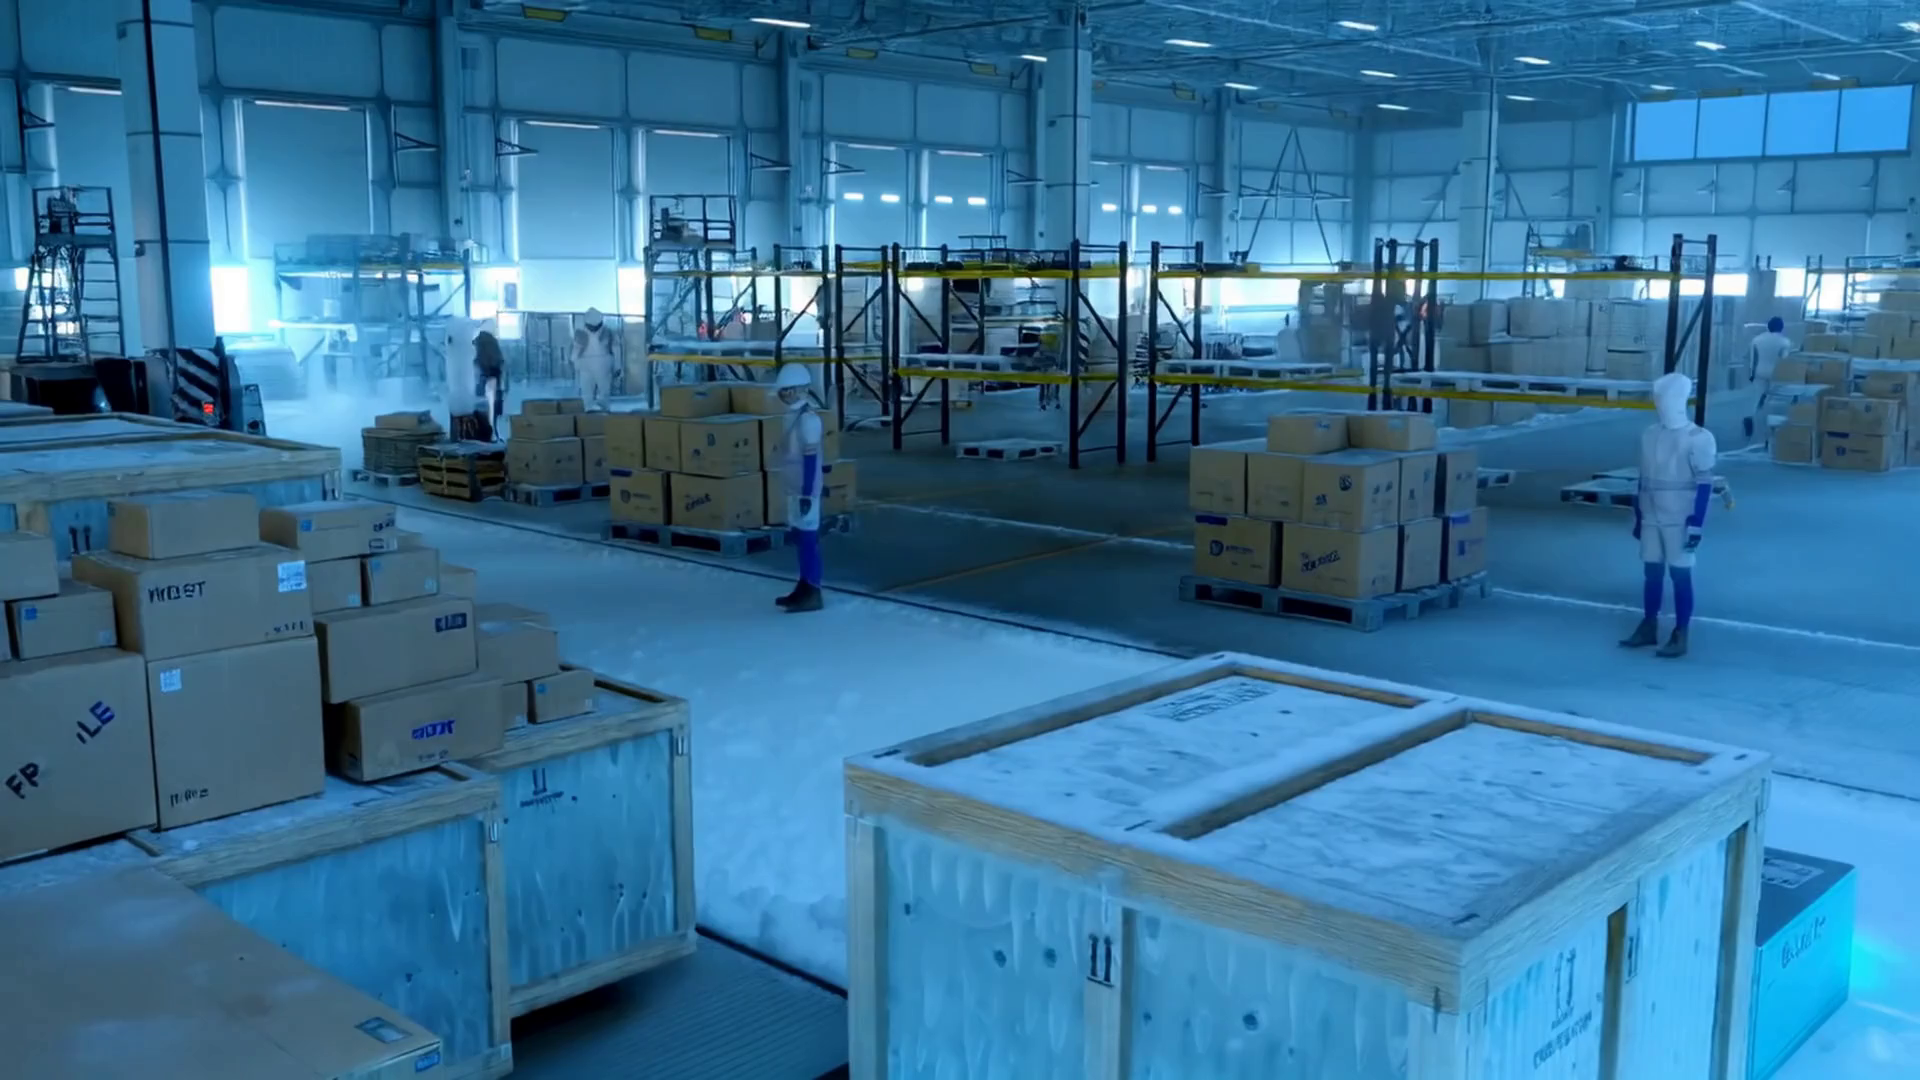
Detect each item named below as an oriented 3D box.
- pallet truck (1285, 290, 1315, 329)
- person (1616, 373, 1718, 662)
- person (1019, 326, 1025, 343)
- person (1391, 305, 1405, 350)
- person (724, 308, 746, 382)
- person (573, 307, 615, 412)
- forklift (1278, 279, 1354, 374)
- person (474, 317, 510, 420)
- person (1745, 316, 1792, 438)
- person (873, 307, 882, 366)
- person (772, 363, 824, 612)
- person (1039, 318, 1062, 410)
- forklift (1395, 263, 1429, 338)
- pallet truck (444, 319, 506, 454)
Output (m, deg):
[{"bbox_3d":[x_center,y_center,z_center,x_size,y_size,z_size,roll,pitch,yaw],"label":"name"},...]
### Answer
[{"bbox_3d":[11.297,-6.951,52.861,1.885,1.965,0.823,-5,11,-29],"label":"pallet truck"},{"bbox_3d":[4.818,-0.157,11.325,0.380,1.958,0.603,-4,10,-22],"label":"person"},{"bbox_3d":[1.510,-5.215,42.585,1.005,1.893,0.549,2,10,14],"label":"person"},{"bbox_3d":[9.283,-4.043,35.370,0.605,1.885,0.623,-1,9,-5],"label":"person"},{"bbox_3d":[-4.181,-3.356,31.038,0.366,1.932,0.629,-6,11,-35],"label":"person"},{"bbox_3d":[-6.134,-2.903,27.913,0.679,2.000,0.537,-2,9,-13],"label":"person"},{"bbox_3d":[8.920,-5.583,41.773,1.129,2.768,1.873,-4,10,-22],"label":"forklift"},{"bbox_3d":[-8.255,-2.981,29.046,0.710,1.825,0.634,-1,9,-7],"label":"person"},{"bbox_3d":[12.622,-2.531,26.003,0.628,1.920,0.635,-9,13,-43],"label":"person"},{"bbox_3d":[-2.165,-5.392,44.429,0.320,1.631,0.526,0,9,-3],"label":"person"},{"bbox_3d":[-1.264,-0.408,12.975,0.381,1.934,0.545,-3,10,-20],"label":"person"},{"bbox_3d":[1.727,-3.328,31.457,0.488,1.736,0.323,-5,11,-29],"label":"person"},{"bbox_3d":[12.463,-6.448,47.076,1.873,2.768,1.129,3,10,17],"label":"forklift"},{"bbox_3d":[-6.981,-1.942,22.150,1.885,1.965,0.823,1,9,9],"label":"pallet truck"}]
